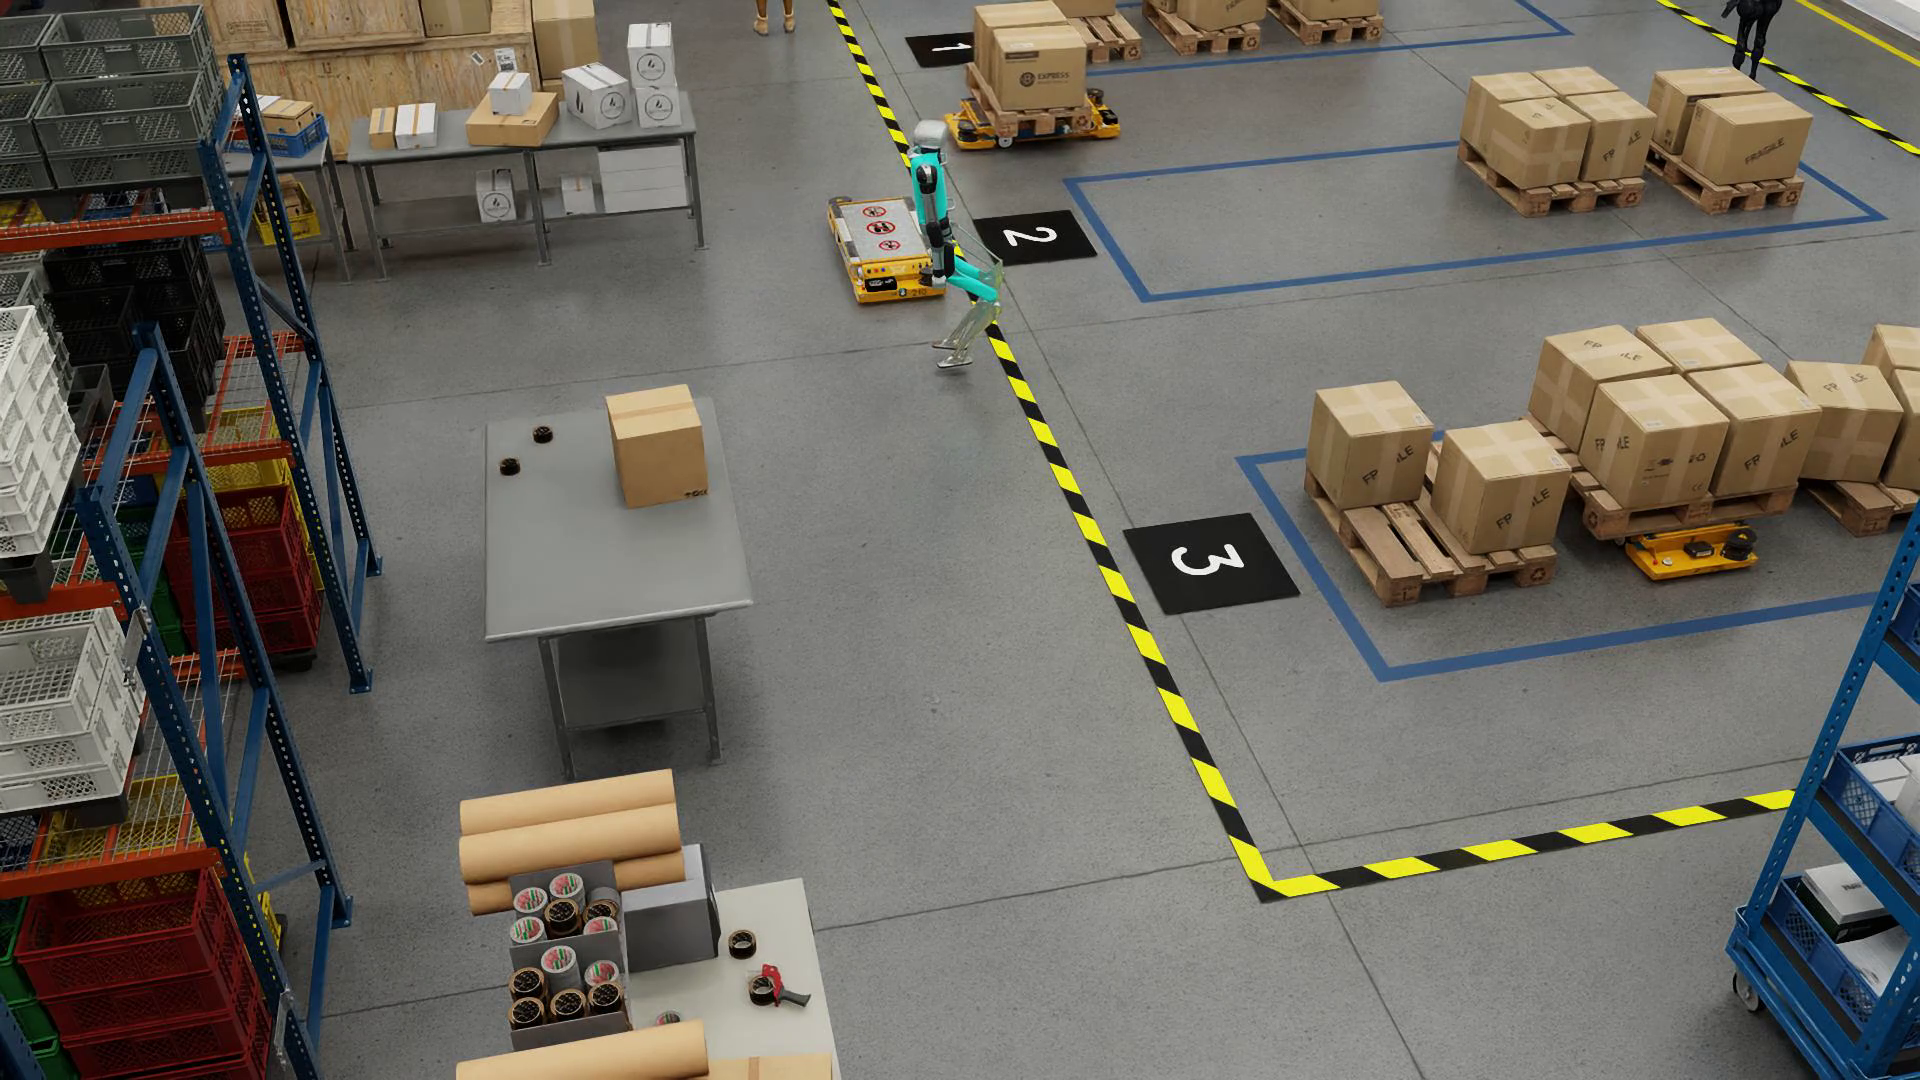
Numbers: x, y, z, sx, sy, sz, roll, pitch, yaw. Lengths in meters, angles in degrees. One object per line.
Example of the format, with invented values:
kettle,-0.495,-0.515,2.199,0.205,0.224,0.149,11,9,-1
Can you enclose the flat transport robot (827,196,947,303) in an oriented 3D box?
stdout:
flat transport robot,-0.570,-2.220,12.538,0.659,0.231,1.431,-8,37,-10

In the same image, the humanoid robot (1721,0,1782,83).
humanoid robot,7.166,-4.880,14.924,0.599,1.653,0.315,-15,39,-19

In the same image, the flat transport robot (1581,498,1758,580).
flat transport robot,4.062,-0.294,9.926,0.652,0.197,1.431,-8,37,-10

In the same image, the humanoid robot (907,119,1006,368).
humanoid robot,0.035,-1.906,10.773,0.735,1.676,0.533,-2,37,-2

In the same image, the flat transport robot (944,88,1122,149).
flat transport robot,0.629,-3.675,14.470,1.431,0.197,0.652,-8,37,-10

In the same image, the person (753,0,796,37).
person,-1.871,-5.886,15.980,0.605,2.045,0.385,-9,38,-12
